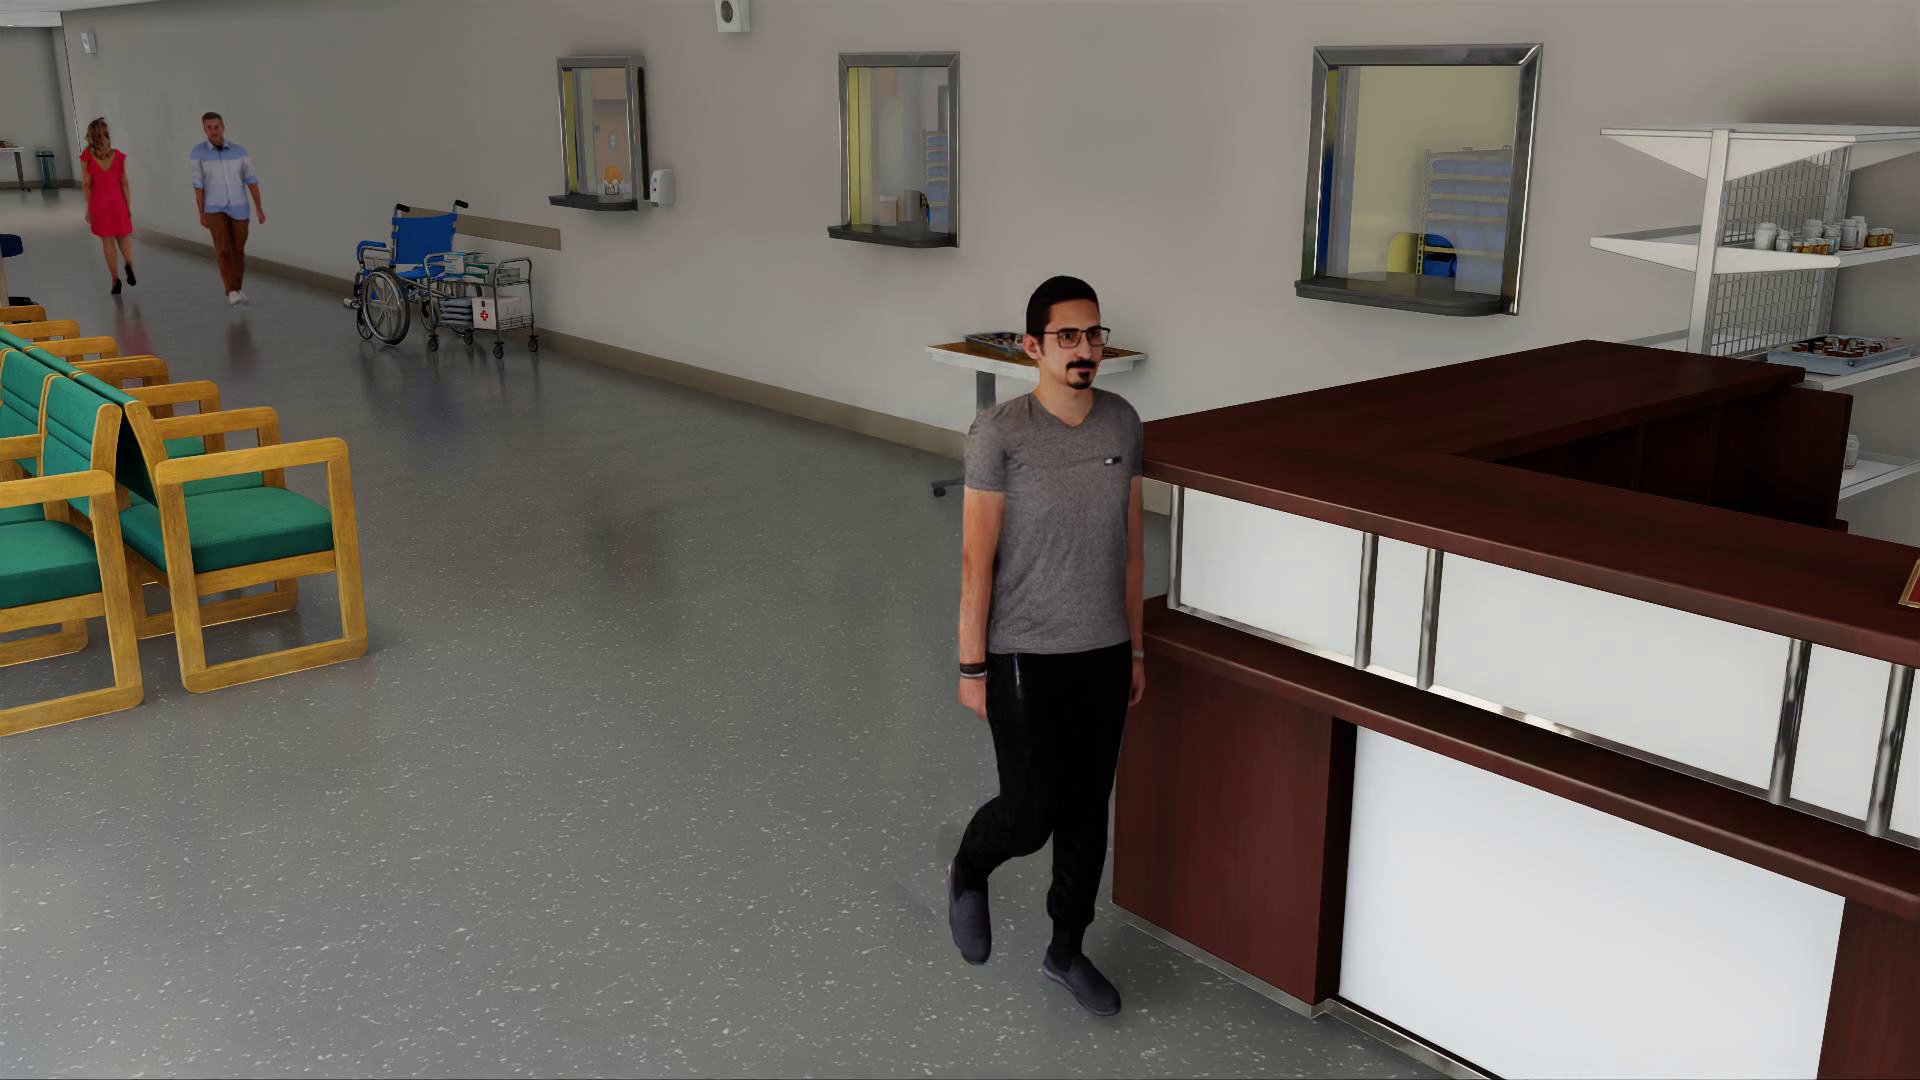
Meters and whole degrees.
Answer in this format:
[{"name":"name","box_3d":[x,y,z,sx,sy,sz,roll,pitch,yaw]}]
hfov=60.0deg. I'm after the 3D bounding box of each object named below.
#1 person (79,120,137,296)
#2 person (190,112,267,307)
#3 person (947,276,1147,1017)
[{"name":"person","box_3d":[-8.486,-3.310,16.598,0.673,1.719,0.642,-12,20,-36]},{"name":"person","box_3d":[-7.010,-3.134,15.848,0.891,1.787,0.766,-13,20,-38]},{"name":"person","box_3d":[0.192,0.245,3.944,0.737,1.744,0.741,-9,18,-29]}]
